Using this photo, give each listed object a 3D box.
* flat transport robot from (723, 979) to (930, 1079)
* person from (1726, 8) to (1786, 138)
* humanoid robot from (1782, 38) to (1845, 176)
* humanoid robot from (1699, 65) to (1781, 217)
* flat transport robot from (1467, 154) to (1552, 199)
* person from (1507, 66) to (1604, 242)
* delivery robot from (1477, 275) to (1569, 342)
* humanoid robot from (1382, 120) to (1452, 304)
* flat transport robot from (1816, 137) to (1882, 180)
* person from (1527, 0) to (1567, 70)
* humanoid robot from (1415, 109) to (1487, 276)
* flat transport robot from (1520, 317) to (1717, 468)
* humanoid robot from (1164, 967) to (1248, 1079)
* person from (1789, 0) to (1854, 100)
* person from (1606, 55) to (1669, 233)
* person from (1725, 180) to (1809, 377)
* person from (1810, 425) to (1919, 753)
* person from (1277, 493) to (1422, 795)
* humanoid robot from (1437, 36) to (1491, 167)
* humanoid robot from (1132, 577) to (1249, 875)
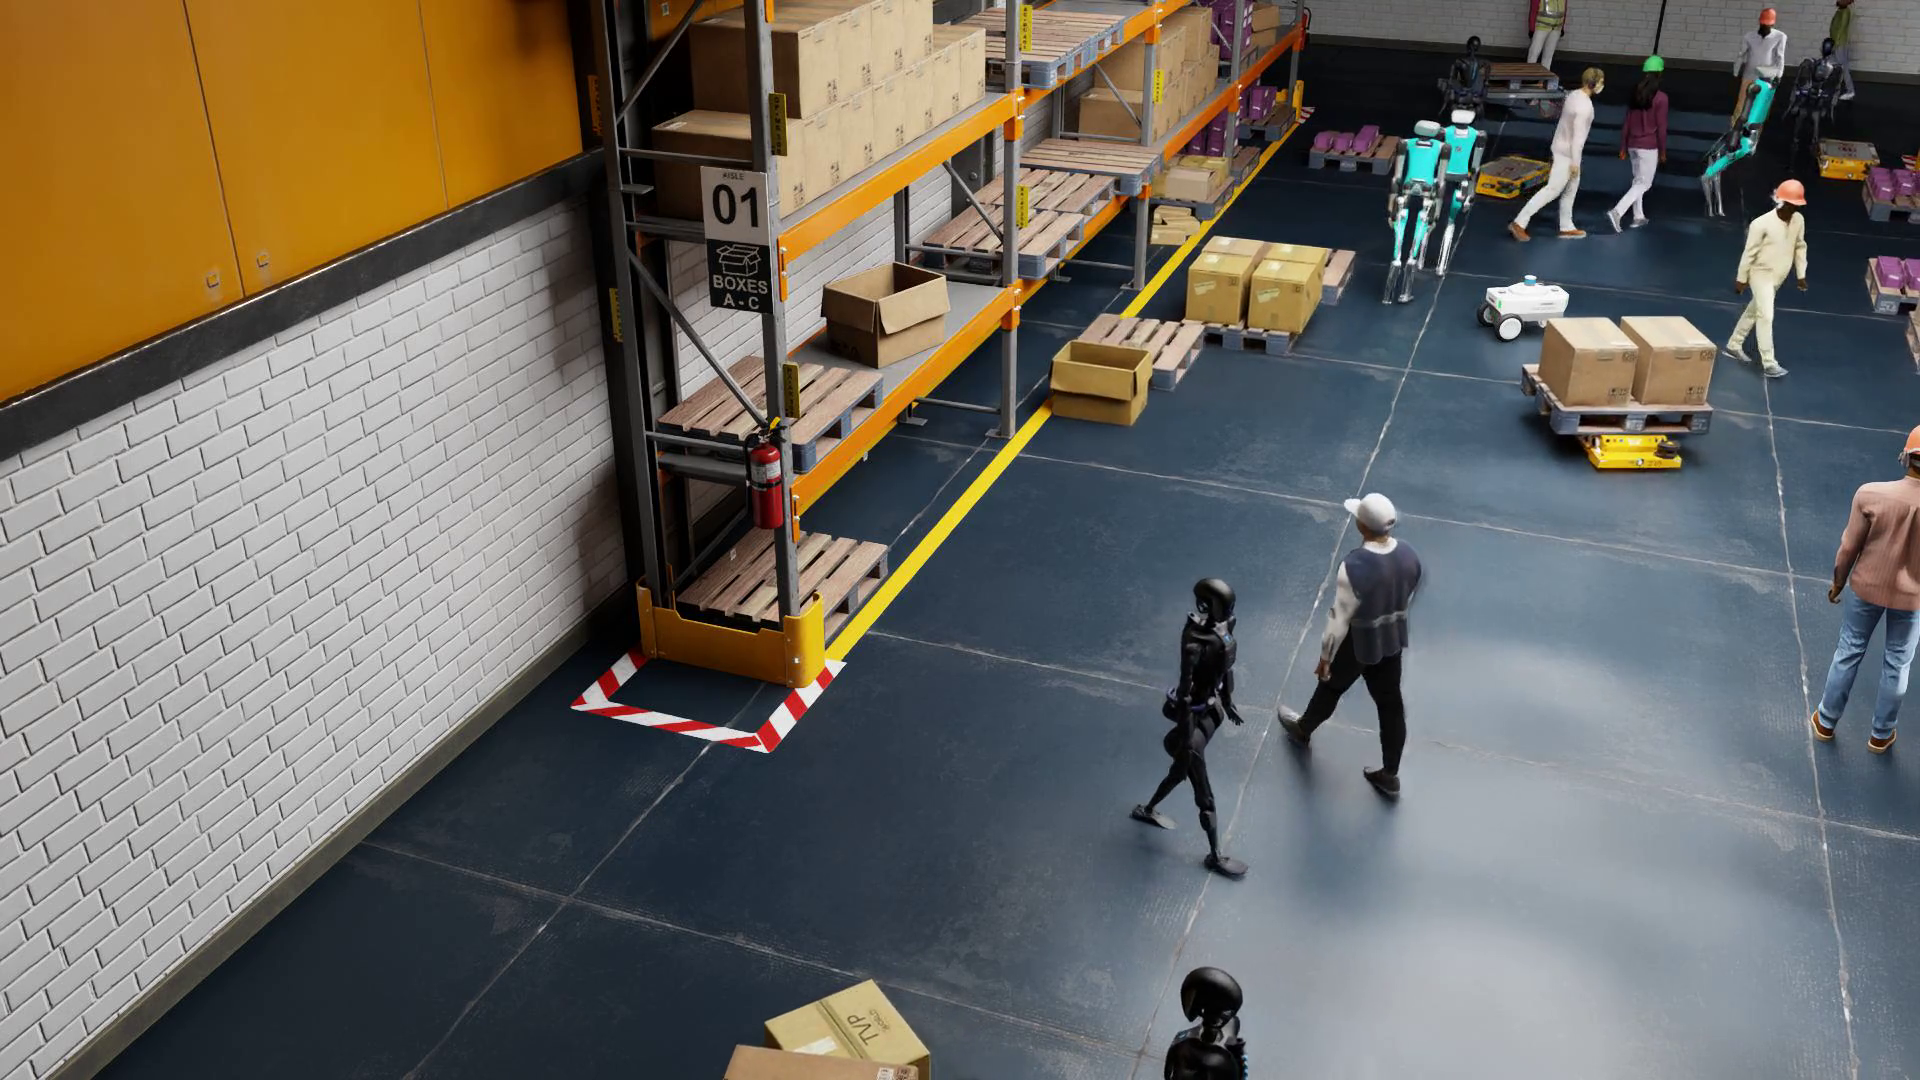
[{"bbox_3d":[-0.426,2.666,6.579,1.431,0.231,0.659,-15,31,-27],"label":"flat transport robot"},{"bbox_3d":[10.648,-6.214,22.204,0.636,1.741,0.401,14,30,25],"label":"person"},{"bbox_3d":[10.570,-5.381,20.644,0.602,1.645,0.417,11,29,21],"label":"humanoid robot"},{"bbox_3d":[8.805,-4.532,18.976,0.548,1.810,0.681,-18,32,-31],"label":"humanoid robot"},{"bbox_3d":[6.747,-4.460,20.401,0.659,0.231,1.431,22,35,36],"label":"flat transport robot"},{"bbox_3d":[6.516,-4.194,18.116,0.872,1.904,0.655,4,28,8],"label":"person"},{"bbox_3d":[5.328,-2.198,15.697,0.782,0.589,0.499,-3,27,-5],"label":"delivery robot"},{"bbox_3d":[4.423,-3.112,16.220,0.548,1.806,0.807,7,28,13],"label":"humanoid robot"},{"bbox_3d":[11.267,-4.838,21.134,0.659,0.231,1.431,10,29,19],"label":"flat transport robot"},{"bbox_3d":[8.796,-7.667,24.906,0.632,1.842,0.429,-8,28,-15],"label":"person"},{"bbox_3d":[5.035,-3.609,17.154,0.543,1.762,0.740,4,28,8],"label":"humanoid robot"},{"bbox_3d":[5.306,-0.957,13.606,0.659,0.231,1.431,0,27,0],"label":"flat transport robot"},{"bbox_3d":[0.863,2.231,5.961,0.824,1.625,0.608,13,30,23],"label":"humanoid robot"},{"bbox_3d":[12.873,-7.280,24.434,0.874,1.580,0.505,6,28,11],"label":"person"},{"bbox_3d":[7.553,-4.383,18.462,0.769,1.912,0.541,-13,30,-24],"label":"person"},{"bbox_3d":[7.196,-2.307,14.645,0.566,1.715,0.831,-13,30,-23],"label":"person"},{"bbox_3d":[5.225,0.279,9.339,0.608,1.985,0.389,14,31,26],"label":"person"},{"bbox_3d":[2.210,0.516,9.162,0.719,1.713,0.922,-12,30,-22],"label":"person"},{"bbox_3d":[6.288,-5.416,20.715,0.598,1.653,0.393,-3,27,-7],"label":"humanoid robot"},{"bbox_3d":[1.238,0.898,8.520,0.752,1.627,0.597,17,32,29],"label":"humanoid robot"}]
